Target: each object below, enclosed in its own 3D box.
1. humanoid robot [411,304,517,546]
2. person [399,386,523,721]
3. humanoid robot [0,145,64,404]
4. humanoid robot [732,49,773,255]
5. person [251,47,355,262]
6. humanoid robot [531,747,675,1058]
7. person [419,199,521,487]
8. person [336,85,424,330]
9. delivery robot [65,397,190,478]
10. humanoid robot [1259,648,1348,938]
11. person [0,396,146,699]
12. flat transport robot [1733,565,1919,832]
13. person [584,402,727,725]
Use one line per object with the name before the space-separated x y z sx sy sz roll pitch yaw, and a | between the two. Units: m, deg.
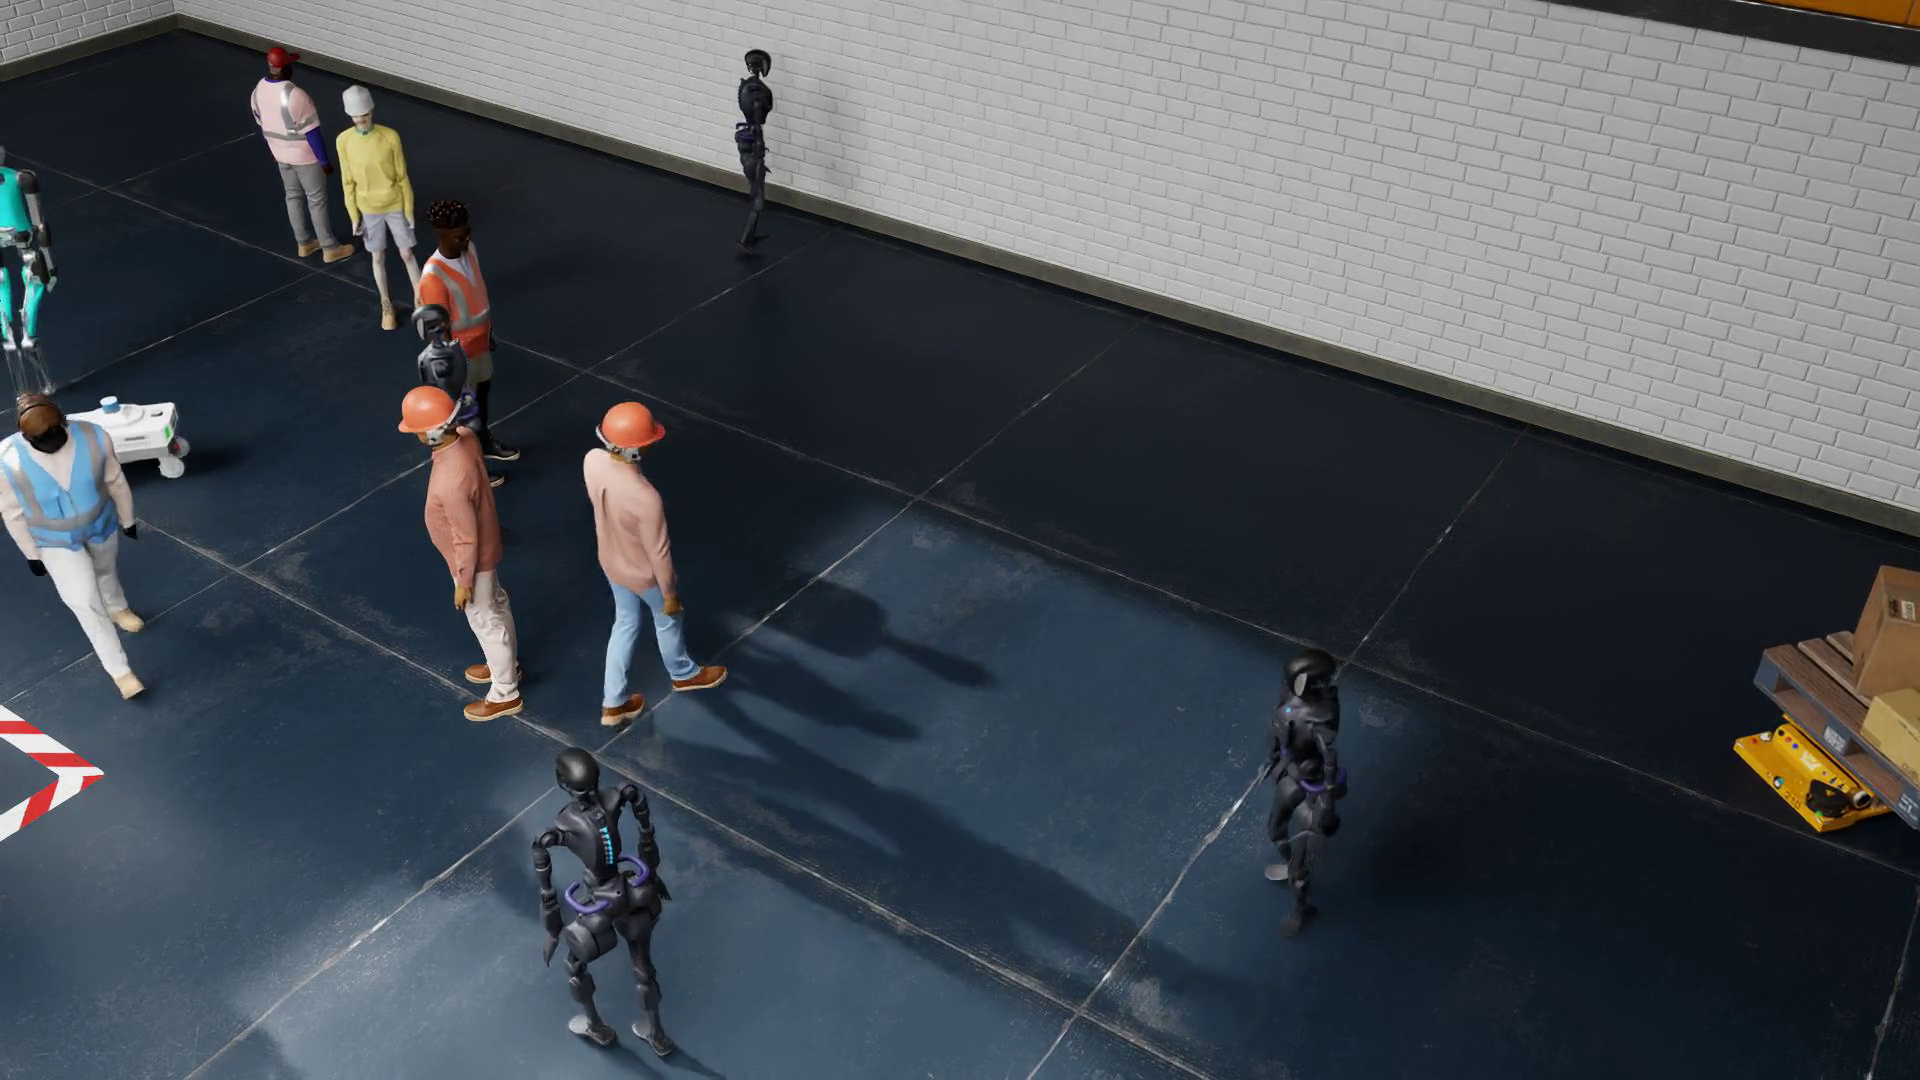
humanoid robot | -3.051 -0.648 9.975 0.533 1.644 0.586 -10 36 -14
person | -2.574 0.069 8.670 0.390 1.985 0.610 -5 35 -8
humanoid robot | -6.543 -1.776 11.549 0.566 1.809 0.801 -11 36 -15
humanoid robot | -1.710 -3.189 13.602 0.444 1.644 0.616 -7 36 -10
person | -5.312 -3.103 13.403 0.622 1.751 0.420 16 38 22
humanoid robot | -1.461 1.506 6.880 0.589 1.646 0.452 -29 44 -35
person | -3.145 -1.259 10.599 0.379 1.957 0.597 4 35 6
person | -4.318 -2.477 12.399 0.490 1.886 0.392 -8 36 -11
delivery robot | -5.538 -0.658 10.959 0.805 0.601 0.499 -8 36 -12
humanoid robot | 1.561 1.107 7.456 0.421 1.641 0.605 -9 36 -13
person | -4.756 -0.024 9.010 0.634 1.744 1.066 -29 44 -35
flat transport robot | 4.871 1.100 8.691 1.431 0.231 0.659 -10 36 -14
person | -1.668 0.118 8.640 0.671 1.963 0.751 27 43 33
